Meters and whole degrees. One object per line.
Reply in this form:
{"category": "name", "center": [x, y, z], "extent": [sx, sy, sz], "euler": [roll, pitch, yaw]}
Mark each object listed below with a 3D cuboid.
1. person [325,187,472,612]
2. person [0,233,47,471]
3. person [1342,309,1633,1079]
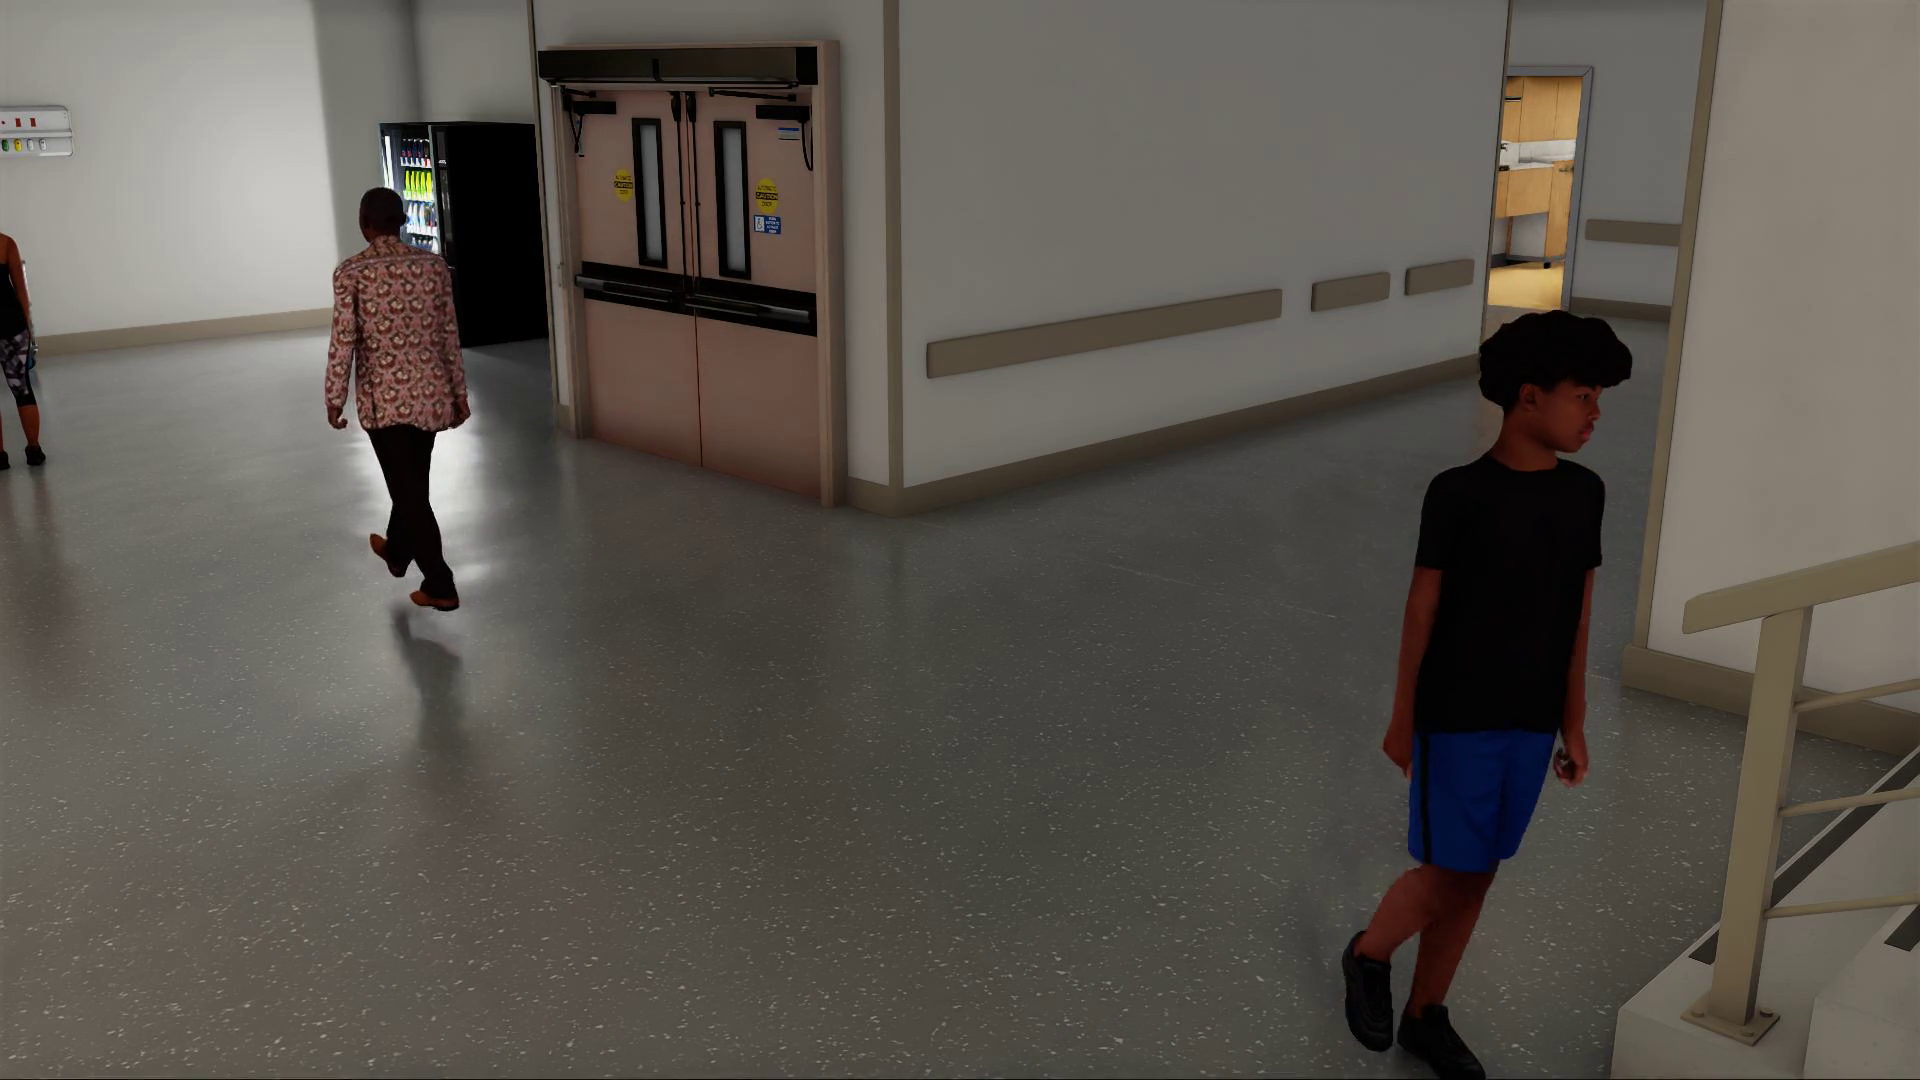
{"category": "person", "center": [-2.324, -0.549, 7.037], "extent": [1.128, 1.760, 0.724], "euler": [14, 21, 41]}
{"category": "person", "center": [-5.643, -1.244, 9.688], "extent": [0.601, 1.659, 0.546], "euler": [-12, 20, -36]}
{"category": "person", "center": [1.156, 0.361, 3.783], "extent": [0.752, 1.774, 0.805], "euler": [-4, 16, -13]}
